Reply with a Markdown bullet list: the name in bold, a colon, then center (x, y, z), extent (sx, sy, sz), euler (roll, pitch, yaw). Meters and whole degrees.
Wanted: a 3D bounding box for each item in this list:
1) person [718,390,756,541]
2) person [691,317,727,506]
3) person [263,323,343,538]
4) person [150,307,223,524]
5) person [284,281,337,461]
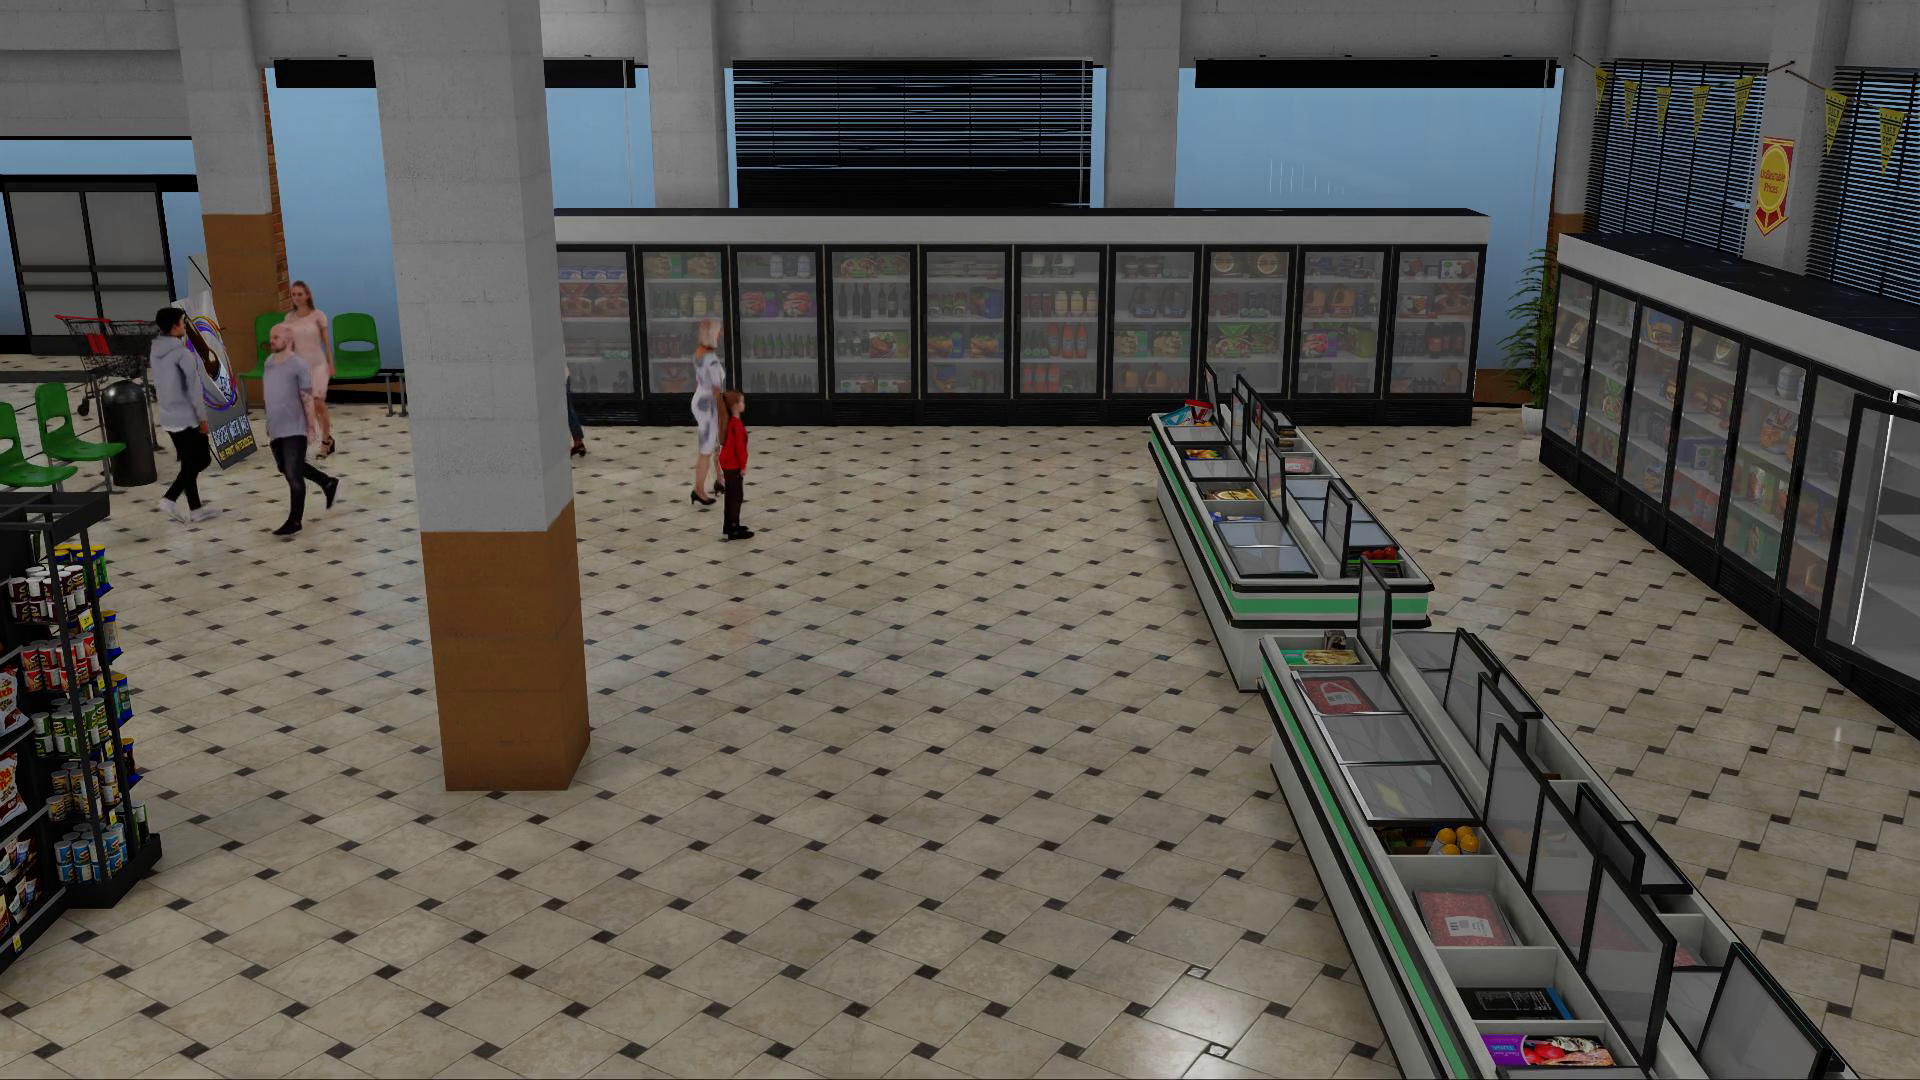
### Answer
- **person**: center (-1.940, -0.652, 14.236), extent (0.615, 1.281, 0.524), euler (-8, 19, -24)
- **person**: center (-2.365, -1.147, 15.094), extent (0.810, 1.731, 0.772), euler (-9, 19, -28)
- **person**: center (-5.722, -0.974, 14.373), extent (1.028, 1.817, 1.190), euler (10, 20, 30)
- **person**: center (-6.838, -1.041, 14.432), extent (0.946, 1.913, 1.083), euler (9, 19, 28)
- **person**: center (-6.525, -1.731, 16.883), extent (0.594, 1.808, 0.814), euler (1, 17, 2)
